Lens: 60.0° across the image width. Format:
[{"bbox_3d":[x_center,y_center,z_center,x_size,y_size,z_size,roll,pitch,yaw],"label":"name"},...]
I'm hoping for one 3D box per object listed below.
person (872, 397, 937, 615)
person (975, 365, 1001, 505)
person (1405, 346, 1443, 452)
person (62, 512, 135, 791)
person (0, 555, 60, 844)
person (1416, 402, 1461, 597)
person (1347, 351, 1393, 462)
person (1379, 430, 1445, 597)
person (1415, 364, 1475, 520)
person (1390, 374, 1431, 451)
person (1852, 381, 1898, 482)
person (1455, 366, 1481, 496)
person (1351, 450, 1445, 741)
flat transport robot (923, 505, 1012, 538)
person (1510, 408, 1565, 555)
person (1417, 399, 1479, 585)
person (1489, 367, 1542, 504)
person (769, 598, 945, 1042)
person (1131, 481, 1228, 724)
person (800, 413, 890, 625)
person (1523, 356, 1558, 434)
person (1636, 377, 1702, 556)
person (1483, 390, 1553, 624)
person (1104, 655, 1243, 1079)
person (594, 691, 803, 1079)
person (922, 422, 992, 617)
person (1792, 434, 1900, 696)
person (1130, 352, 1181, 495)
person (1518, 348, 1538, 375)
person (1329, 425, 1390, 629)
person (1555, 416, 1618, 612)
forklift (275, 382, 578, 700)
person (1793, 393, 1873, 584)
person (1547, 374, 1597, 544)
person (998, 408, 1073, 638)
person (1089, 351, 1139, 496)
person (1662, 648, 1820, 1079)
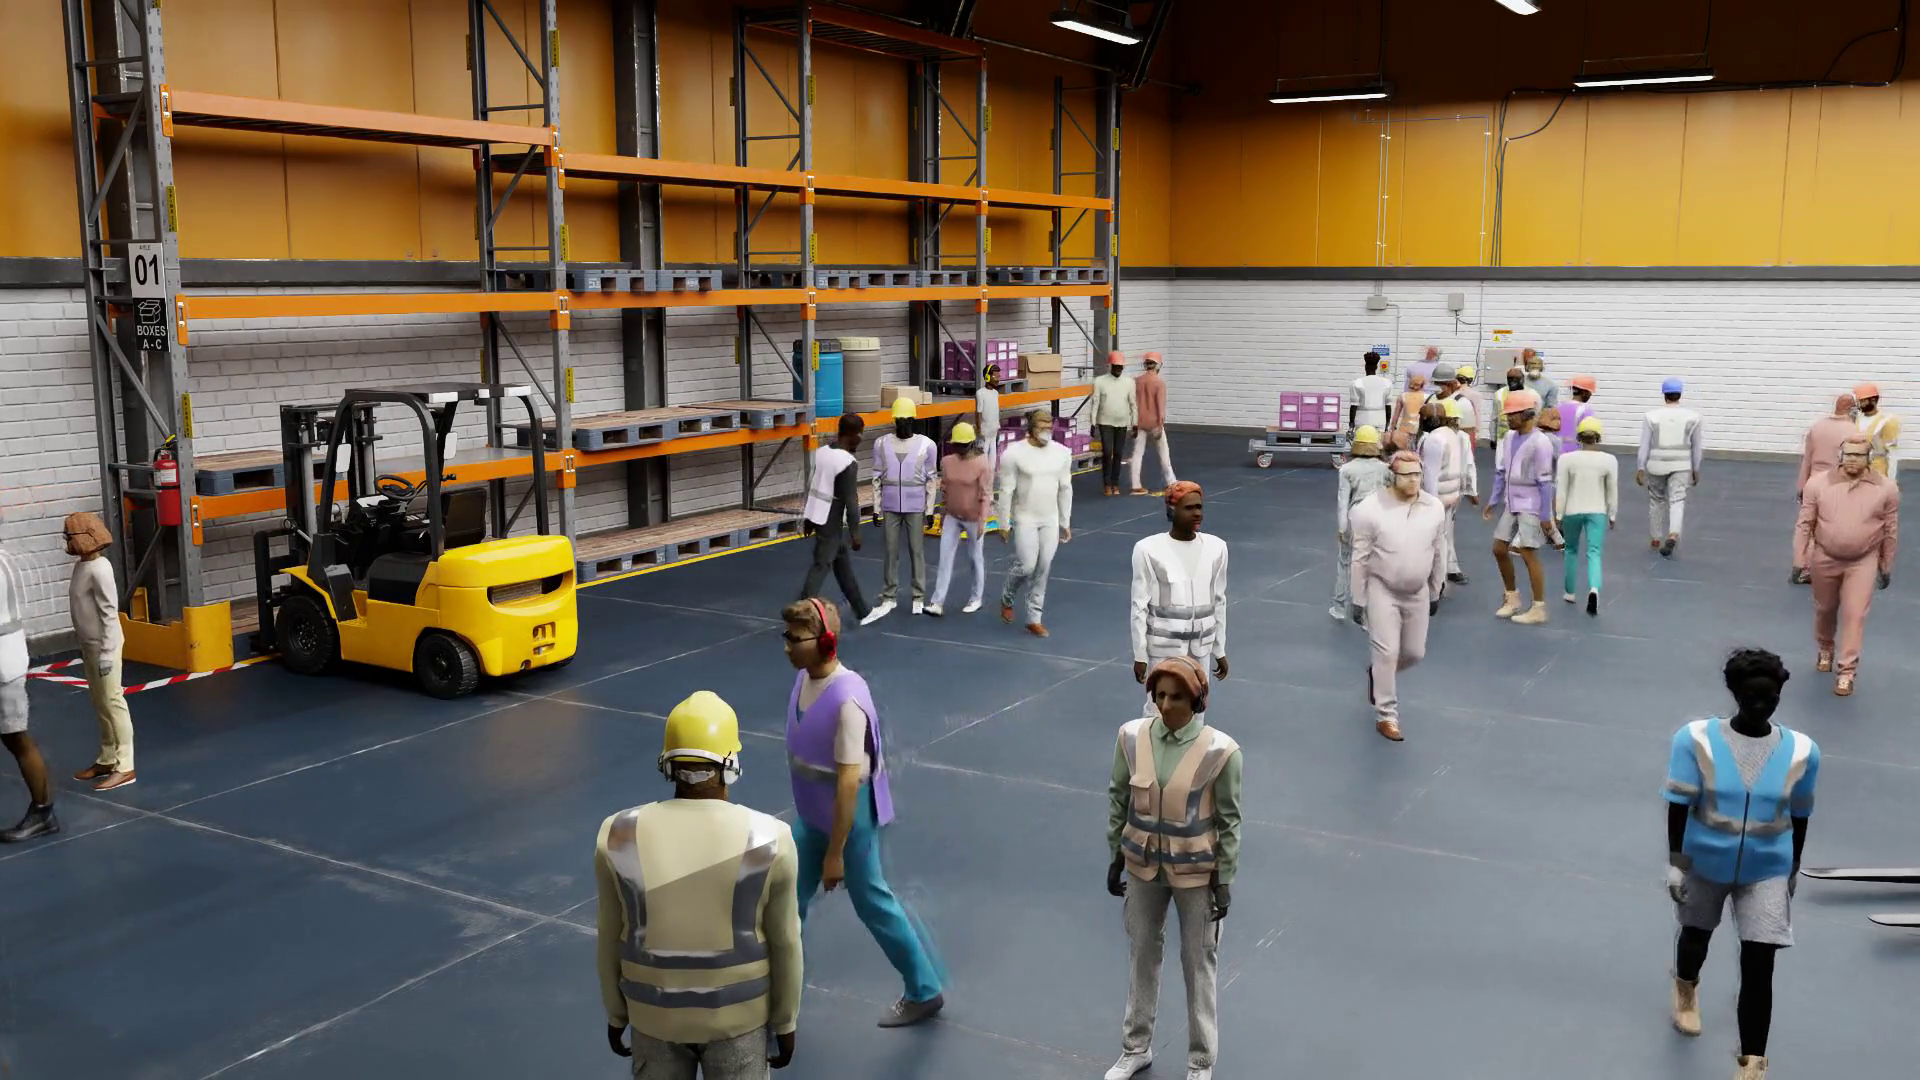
[{"bbox_3d":[-0.496,-0.301,14.701,0.587,1.930,0.359,2,9,10],"label":"person"},{"bbox_3d":[0.368,-1.305,21.195,0.333,1.860,0.509,5,11,31],"label":"person"},{"bbox_3d":[7.277,-2.074,25.975,0.688,1.873,0.464,6,11,35],"label":"person"},{"bbox_3d":[-5.051,0.643,9.730,0.284,1.633,0.501,-8,12,-41],"label":"person"},{"bbox_3d":[-5.163,0.690,8.619,0.823,1.894,0.546,-8,12,-41],"label":"person"},{"bbox_3d":[4.366,-0.359,15.347,0.458,1.830,0.641,7,12,38],"label":"person"},{"bbox_3d":[5.529,-1.563,22.464,0.608,1.965,0.365,-1,9,-6],"label":"person"},{"bbox_3d":[4.021,-0.176,14.894,0.529,1.611,0.568,-8,12,-40],"label":"person"},{"bbox_3d":[5.294,-0.942,18.356,0.579,2.000,0.701,-5,11,-31],"label":"person"},{"bbox_3d":[6.263,-1.490,23.053,0.627,1.614,0.508,4,10,25],"label":"person"},{"bbox_3d":[9.317,-0.688,17.210,0.869,1.890,0.551,-3,10,-21],"label":"person"},{"bbox_3d":[6.809,-1.477,22.551,0.526,1.768,0.331,8,12,41],"label":"person"},{"bbox_3d":[2.838,0.328,10.934,0.655,1.887,0.691,-2,9,-11],"label":"person"},{"bbox_3d":[0.212,-0.229,19.413,0.652,0.197,1.431,7,12,38],"label":"flat transport robot"},{"bbox_3d":[6.275,-0.623,17.769,0.876,1.577,0.516,-3,9,-16],"label":"person"},{"bbox_3d":[4.784,-0.502,16.409,0.604,1.790,0.923,-4,10,-23],"label":"person"},{"bbox_3d":[7.083,-1.294,21.238,0.664,1.824,0.462,5,11,31],"label":"person"},{"bbox_3d":[-0.487,1.095,6.464,0.989,1.788,0.568,-5,10,-28],"label":"person"},{"bbox_3d":[1.212,0.610,9.157,0.574,1.884,0.356,-3,10,-19],"label":"person"},{"bbox_3d":[-0.985,-0.128,13.858,1.005,1.854,0.646,-4,10,-25],"label":"person"},{"bbox_3d":[7.629,-1.496,22.201,0.649,1.919,0.469,4,10,25],"label":"person"},{"bbox_3d":[7.581,-0.779,17.764,0.642,1.915,0.886,3,10,20],"label":"person"},{"bbox_3d":[4.837,-0.279,14.338,0.468,2.012,0.621,-2,9,-11],"label":"person"},{"bbox_3d":[0.776,1.224,6.092,0.513,1.638,0.307,5,10,29],"label":"person"},{"bbox_3d":[-0.745,1.340,4.802,0.591,1.825,0.403,0,9,-1],"label":"person"},{"bbox_3d":[-0.005,-0.163,14.468,0.538,1.711,0.898,4,10,26],"label":"person"},{"bbox_3d":[6.485,0.138,12.199,0.651,1.871,0.982,6,11,31],"label":"person"},{"bbox_3d":[2.670,-1.597,22.773,0.602,1.940,0.958,8,12,42],"label":"person"},{"bbox_3d":[8.705,-2.040,25.763,0.593,1.856,0.713,1,9,8],"label":"person"},{"bbox_3d":[3.448,-0.127,14.271,0.489,1.708,0.769,0,9,1],"label":"person"},{"bbox_3d":[5.619,-0.236,14.918,0.533,1.739,0.810,2,9,15],"label":"person"},{"bbox_3d":[-3.974,-0.067,12.417,2.313,2.155,1.214,5,11,30],"label":"forklift"},{"bbox_3d":[8.573,-0.495,16.155,1.058,1.844,0.645,-2,9,-13],"label":"person"},{"bbox_3d":[6.782,-0.887,18.435,0.492,1.906,0.652,-4,10,-26],"label":"person"},{"bbox_3d":[0.604,-0.156,13.849,0.629,1.916,0.532,-4,10,-23],"label":"person"},{"bbox_3d":[2.108,-1.567,22.465,0.650,1.967,0.698,-2,9,-12],"label":"person"},{"bbox_3d":[2.895,1.192,6.234,0.525,1.656,0.890,3,10,18],"label":"person"}]
